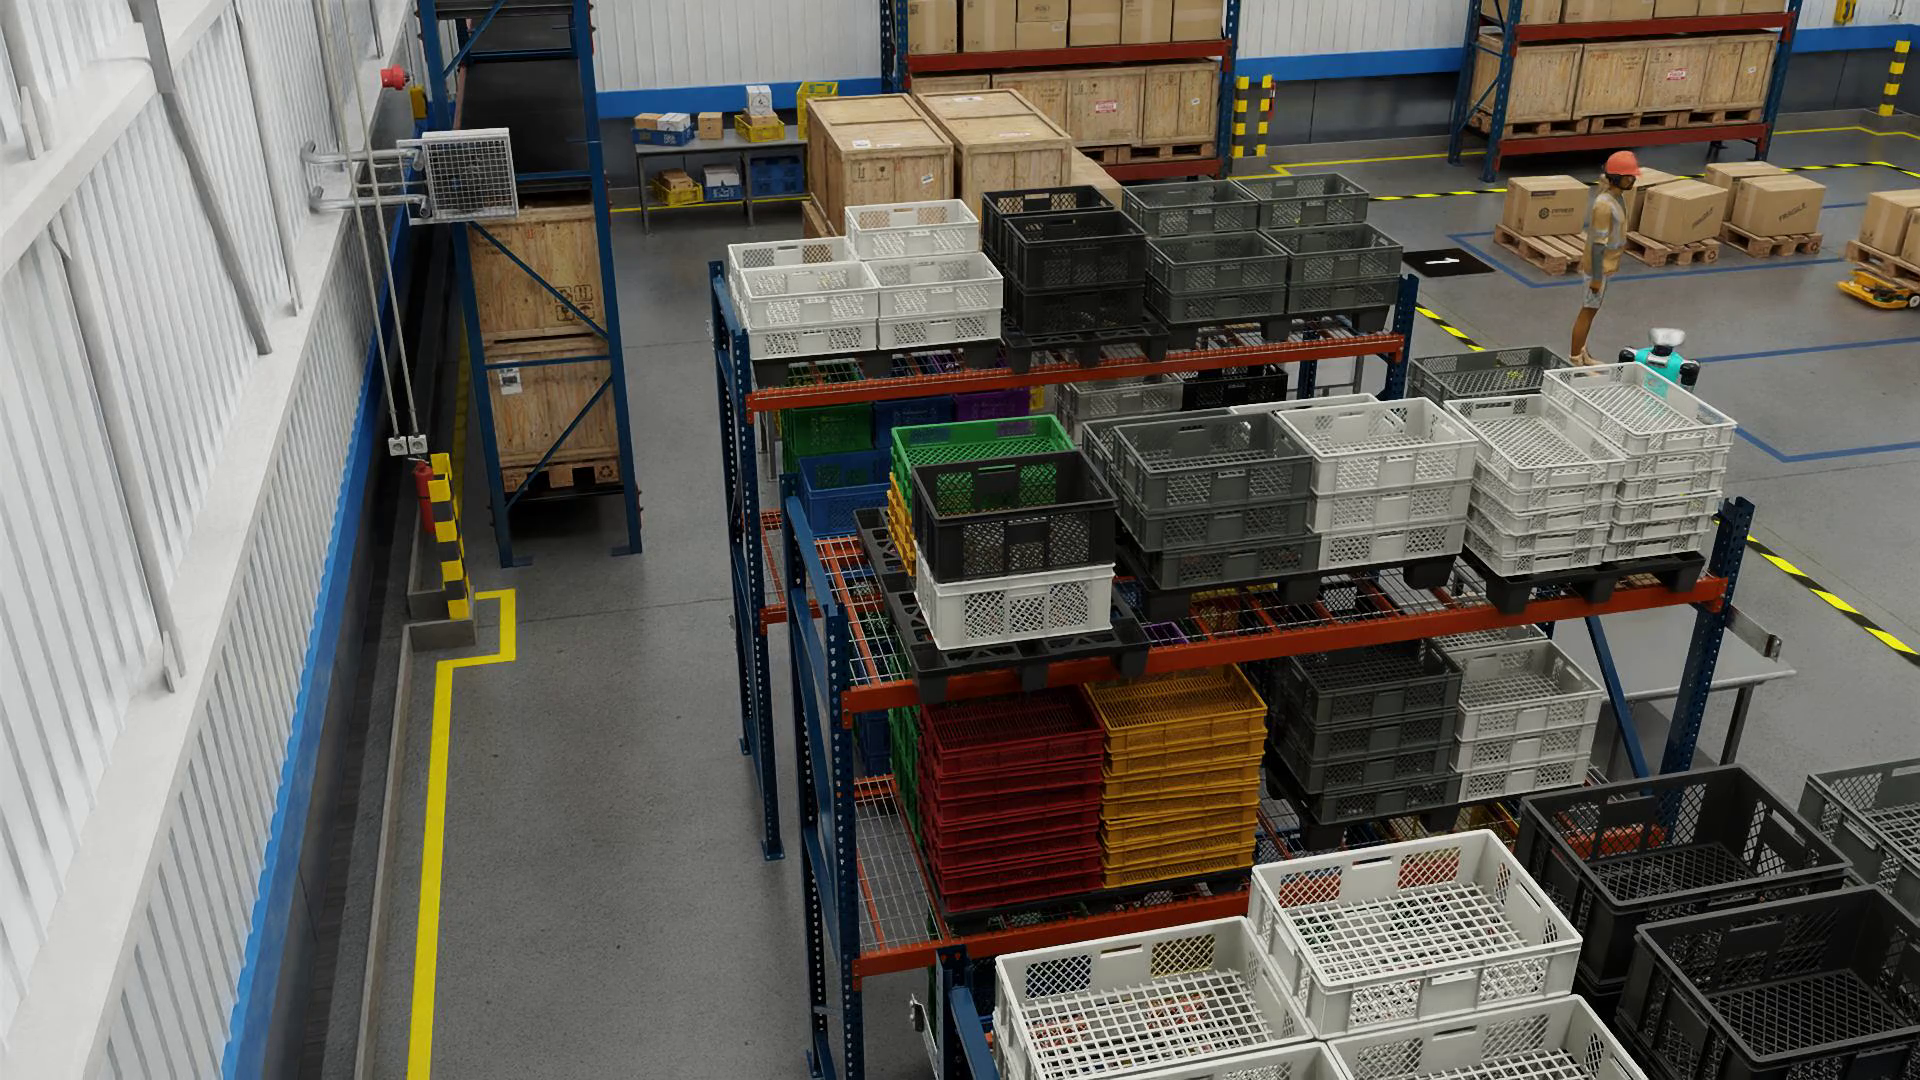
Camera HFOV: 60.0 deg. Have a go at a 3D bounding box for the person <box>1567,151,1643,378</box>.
[{"bbox_3d":[5.710,-2.435,14.761,0.366,2.048,0.604,14,31,25],"label":"person"}]

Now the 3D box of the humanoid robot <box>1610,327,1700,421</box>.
[{"bbox_3d":[4.903,-0.788,11.820,0.533,1.679,0.735,17,32,29],"label":"humanoid robot"}]

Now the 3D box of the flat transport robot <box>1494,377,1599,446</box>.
[{"bbox_3d":[4.780,-1.036,14.013,0.659,0.231,1.431,-6,28,-12],"label":"flat transport robot"}]

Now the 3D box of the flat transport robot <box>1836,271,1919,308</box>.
[{"bbox_3d":[9.802,-2.614,16.975,1.431,0.197,0.652,-6,28,-12],"label":"flat transport robot"}]
